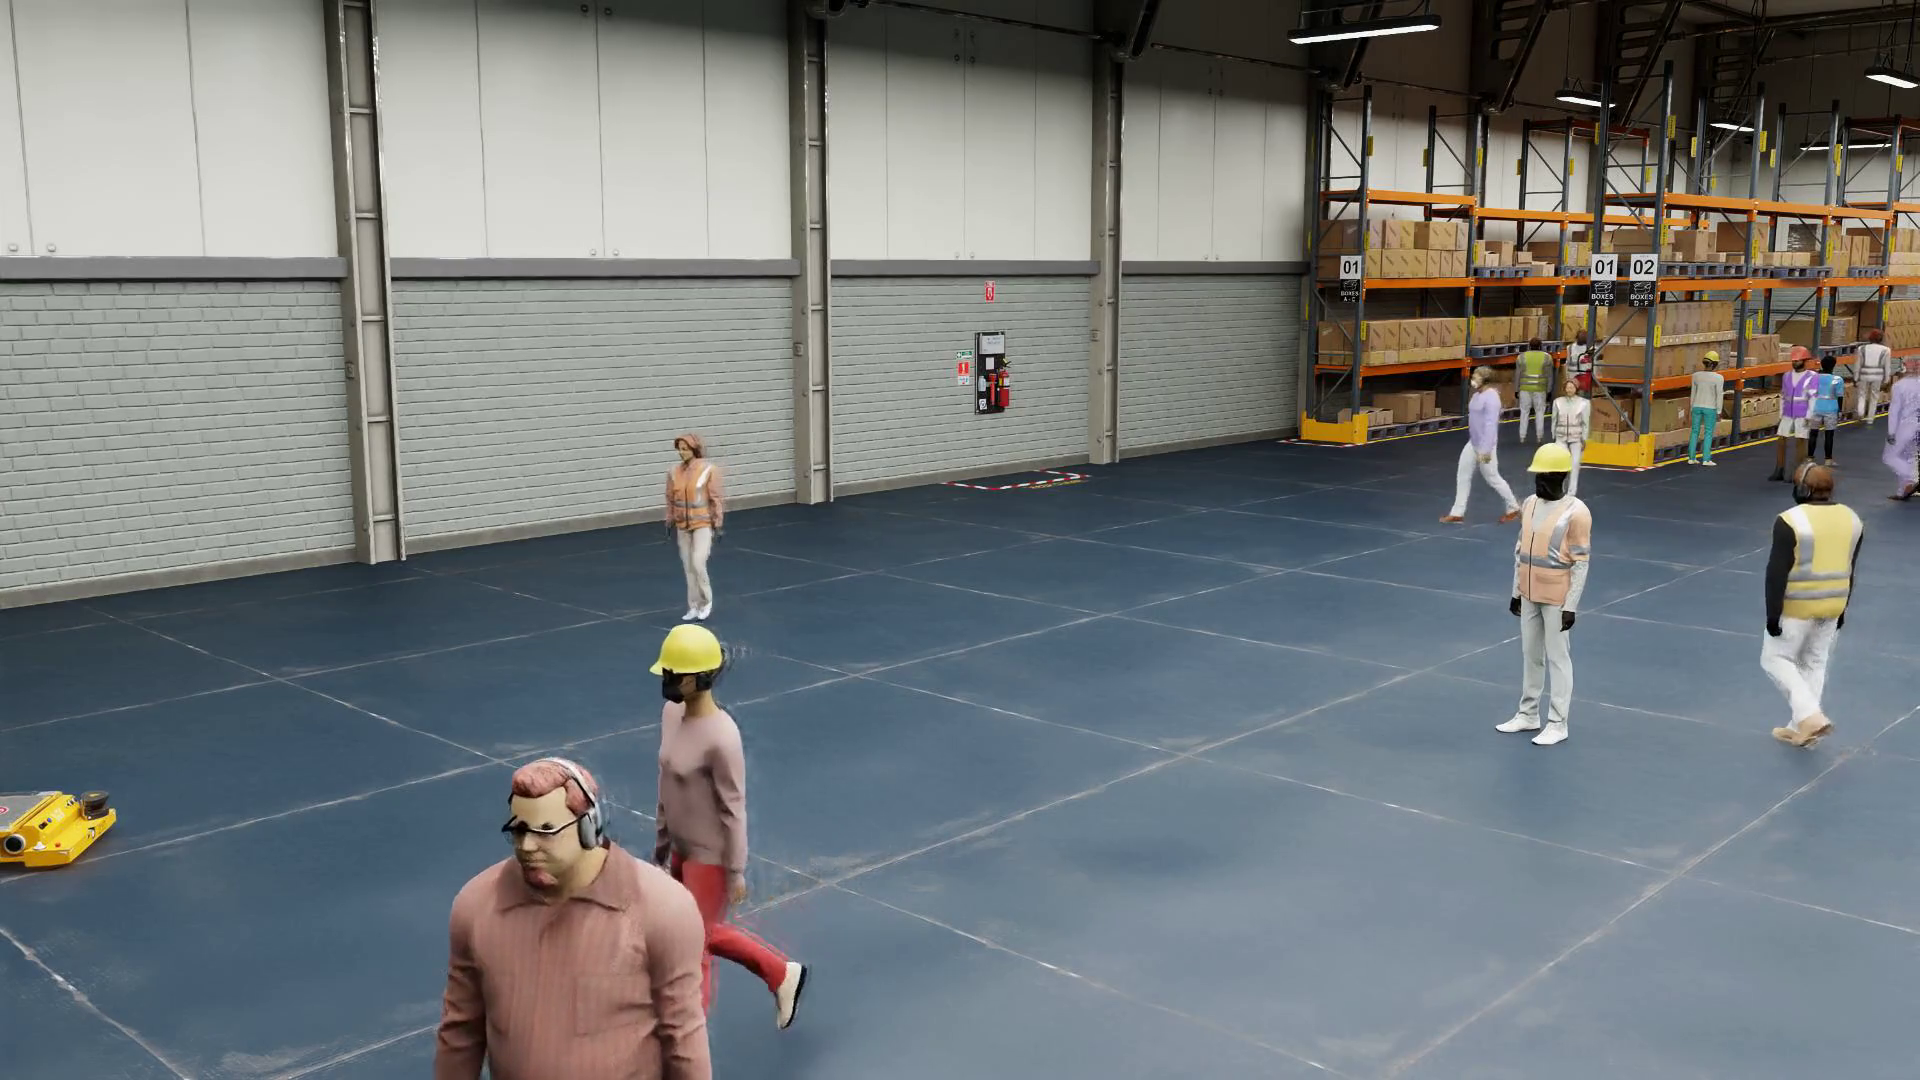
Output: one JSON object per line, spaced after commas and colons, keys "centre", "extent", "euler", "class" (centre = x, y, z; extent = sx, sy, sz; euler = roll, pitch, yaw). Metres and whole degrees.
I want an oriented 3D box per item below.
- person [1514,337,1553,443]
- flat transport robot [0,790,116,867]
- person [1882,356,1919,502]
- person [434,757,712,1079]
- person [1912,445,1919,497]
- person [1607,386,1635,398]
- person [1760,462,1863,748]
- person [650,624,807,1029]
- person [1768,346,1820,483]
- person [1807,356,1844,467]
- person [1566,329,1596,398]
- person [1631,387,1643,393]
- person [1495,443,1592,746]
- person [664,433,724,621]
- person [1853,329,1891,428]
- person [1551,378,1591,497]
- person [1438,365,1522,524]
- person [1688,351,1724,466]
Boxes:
{"centre": [9.915, -2.592, 28.765], "extent": [0.634, 1.839, 0.429], "euler": [3, 10, 20], "class": "person"}
{"centre": [-5.229, 1.503, 8.575], "extent": [1.431, 0.197, 0.652], "euler": [-1, 9, -8], "class": "flat transport robot"}
{"centre": [12.241, -1.417, 21.466], "extent": [0.692, 1.887, 0.513], "euler": [-4, 10, -22], "class": "person"}
{"centre": [-0.961, 1.450, 3.988], "extent": [0.672, 1.885, 0.609], "euler": [2, 10, 13], "class": "person"}
{"centre": [12.717, -1.387, 22.057], "extent": [0.618, 1.620, 0.404], "euler": [0, 9, -1], "class": "person"}
{"centre": [11.517, -2.632, 28.992], "extent": [0.509, 1.846, 0.341], "euler": [8, 12, 42], "class": "person"}
{"centre": [5.314, 0.431, 10.377], "extent": [0.636, 1.828, 0.530], "euler": [-2, 10, -13], "class": "person"}
{"centre": [-0.908, 1.150, 6.229], "extent": [0.700, 1.745, 0.529], "euler": [-6, 11, -31], "class": "person"}
{"centre": [11.765, -1.757, 23.414], "extent": [0.416, 1.931, 0.562], "euler": [-6, 11, -33], "class": "person"}
{"centre": [13.147, -1.952, 25.306], "extent": [0.316, 1.696, 0.554], "euler": [-8, 13, -42], "class": "person"}
{"centre": [12.221, -3.245, 32.746], "extent": [0.584, 1.850, 0.949], "euler": [7, 11, 35], "class": "person"}
{"centre": [12.977, -3.067, 31.944], "extent": [0.559, 1.747, 0.430], "euler": [7, 12, 36], "class": "person"}
{"centre": [3.743, 0.339, 10.628], "extent": [0.360, 1.929, 0.587], "euler": [-4, 10, -22], "class": "person"}
{"centre": [-2.295, -0.100, 14.220], "extent": [0.548, 1.622, 0.404], "euler": [4, 10, 24], "class": "person"}
{"centre": [17.186, -3.031, 31.324], "extent": [0.617, 1.876, 0.406], "euler": [7, 12, 37], "class": "person"}
{"centre": [7.802, -1.265, 21.337], "extent": [0.517, 1.617, 0.565], "euler": [7, 12, 36], "class": "person"}
{"centre": [6.199, -1.117, 19.604], "extent": [0.982, 1.899, 0.640], "euler": [-1, 9, -5], "class": "person"}
{"centre": [11.436, -2.011, 25.479], "extent": [0.340, 1.757, 0.518], "euler": [-7, 12, -36], "class": "person"}
